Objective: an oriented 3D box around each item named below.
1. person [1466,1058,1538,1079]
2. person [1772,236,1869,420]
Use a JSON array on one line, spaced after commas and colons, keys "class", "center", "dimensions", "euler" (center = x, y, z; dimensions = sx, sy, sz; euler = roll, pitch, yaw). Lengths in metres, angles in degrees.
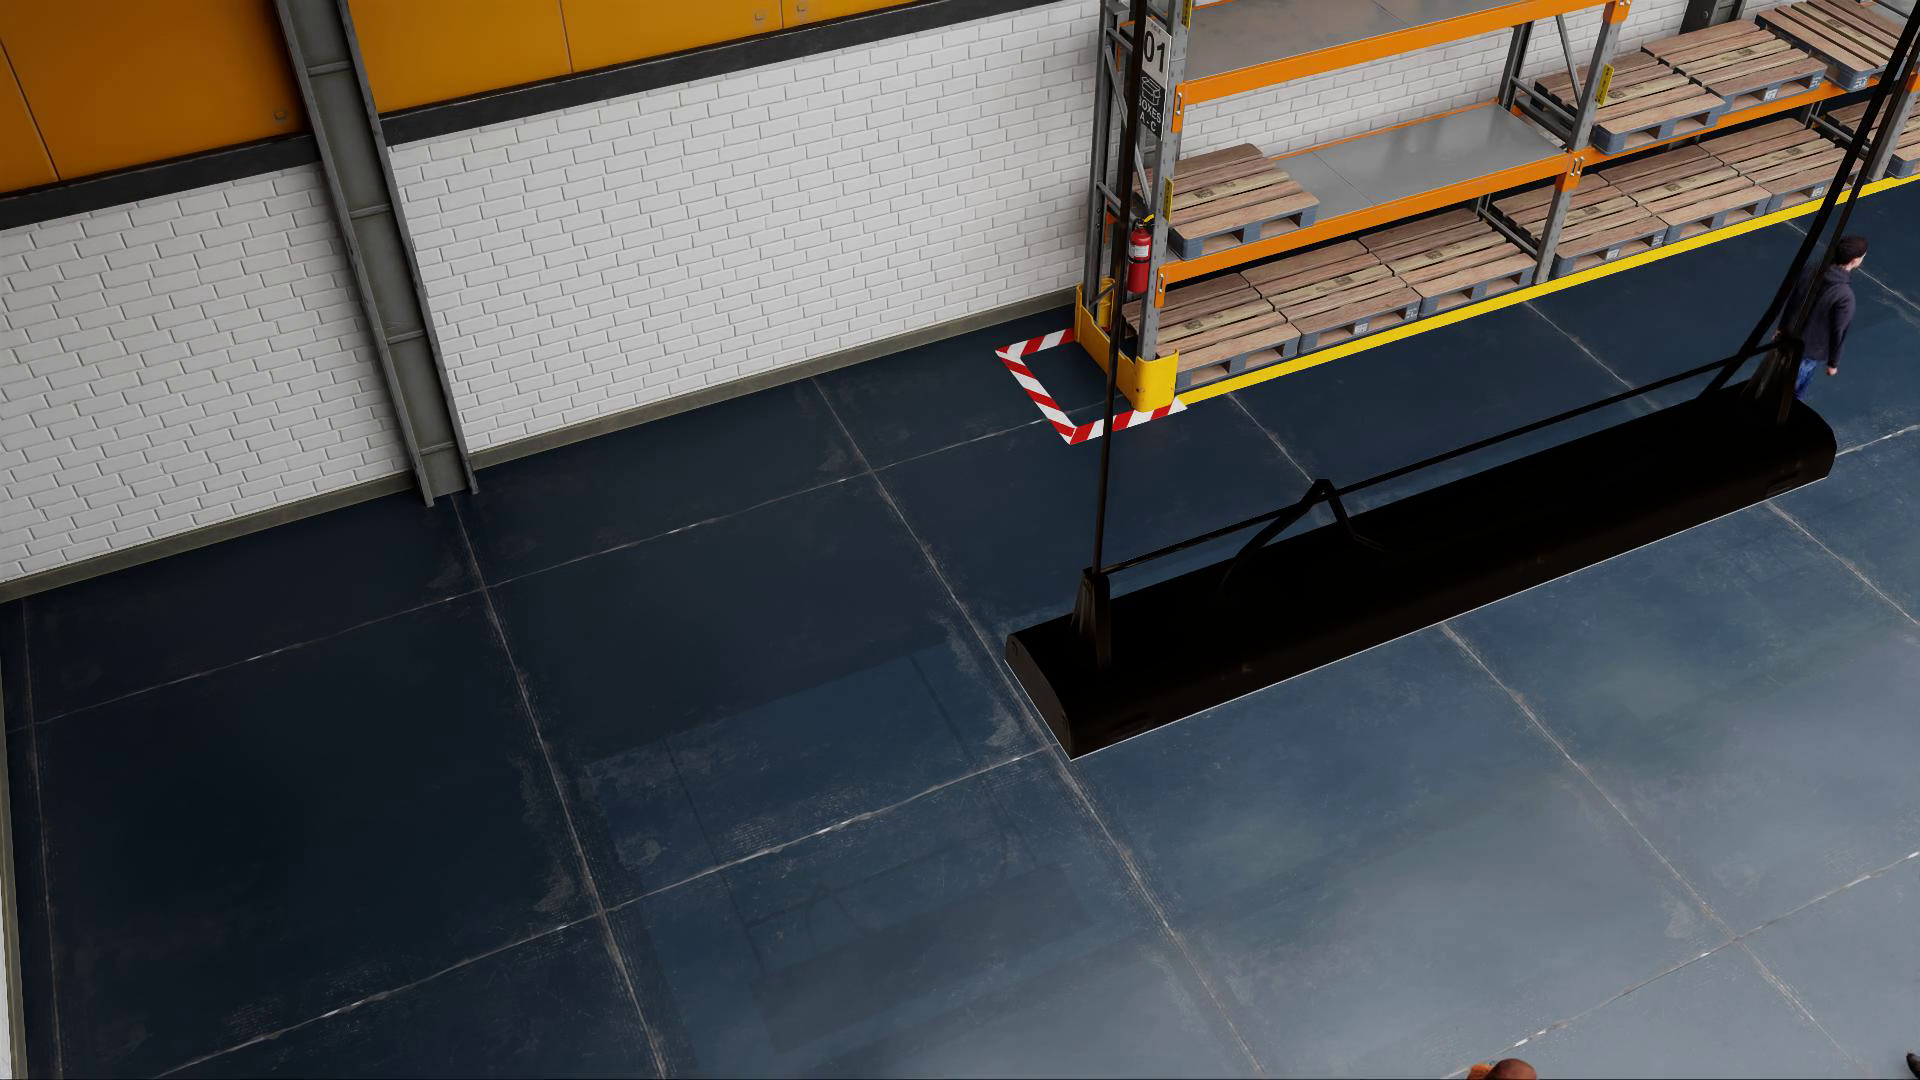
[{"class": "person", "center": [2.395, 2.943, 7.907], "dimensions": [0.729, 1.717, 0.719], "euler": [3, 44, 3]}, {"class": "person", "center": [6.202, -1.415, 12.386], "dimensions": [1.293, 1.848, 0.888], "euler": [-8, 44, -9]}]
